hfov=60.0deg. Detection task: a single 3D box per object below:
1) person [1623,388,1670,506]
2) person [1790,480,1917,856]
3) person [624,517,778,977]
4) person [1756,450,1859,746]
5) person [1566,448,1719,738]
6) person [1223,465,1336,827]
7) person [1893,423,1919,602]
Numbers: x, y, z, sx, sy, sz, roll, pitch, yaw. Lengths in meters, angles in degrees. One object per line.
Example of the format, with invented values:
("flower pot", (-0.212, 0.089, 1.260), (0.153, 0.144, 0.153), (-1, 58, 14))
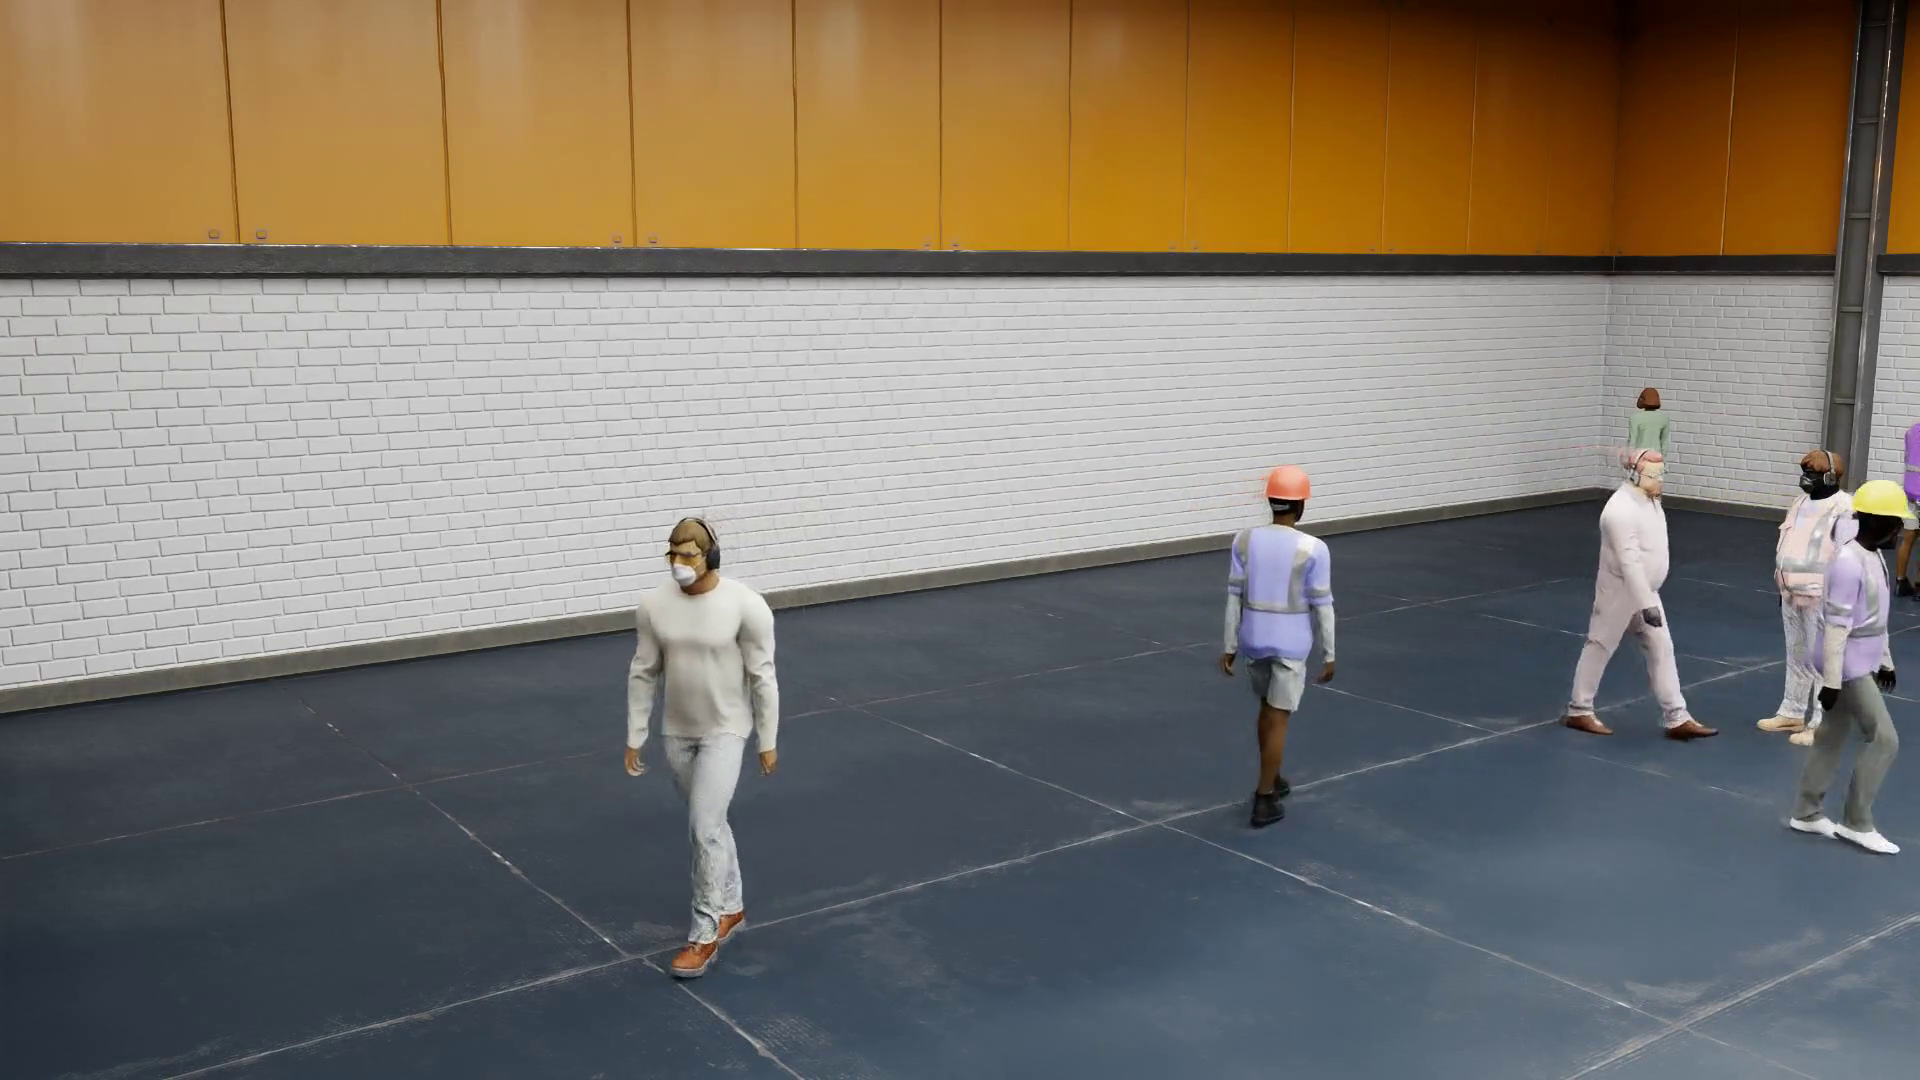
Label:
("person", (7.769, -0.908, 18.835), (0.508, 1.632, 0.265), (-2, 9, -10))
("person", (4.624, 0.639, 8.463), (0.670, 1.903, 0.605), (6, 11, 31))
("person", (-1.151, 0.864, 7.048), (0.647, 1.906, 0.819), (4, 10, 24))
("person", (5.324, 0.356, 10.403), (0.430, 1.845, 0.619), (-1, 9, -5))
("person", (4.280, 0.355, 10.367), (0.988, 1.851, 0.657), (8, 12, 42))
("person", (1.770, 0.547, 8.984), (0.578, 1.908, 0.794), (7, 11, 35))
("person", (8.663, -0.408, 14.868), (0.415, 1.926, 0.557), (0, 9, -2))
